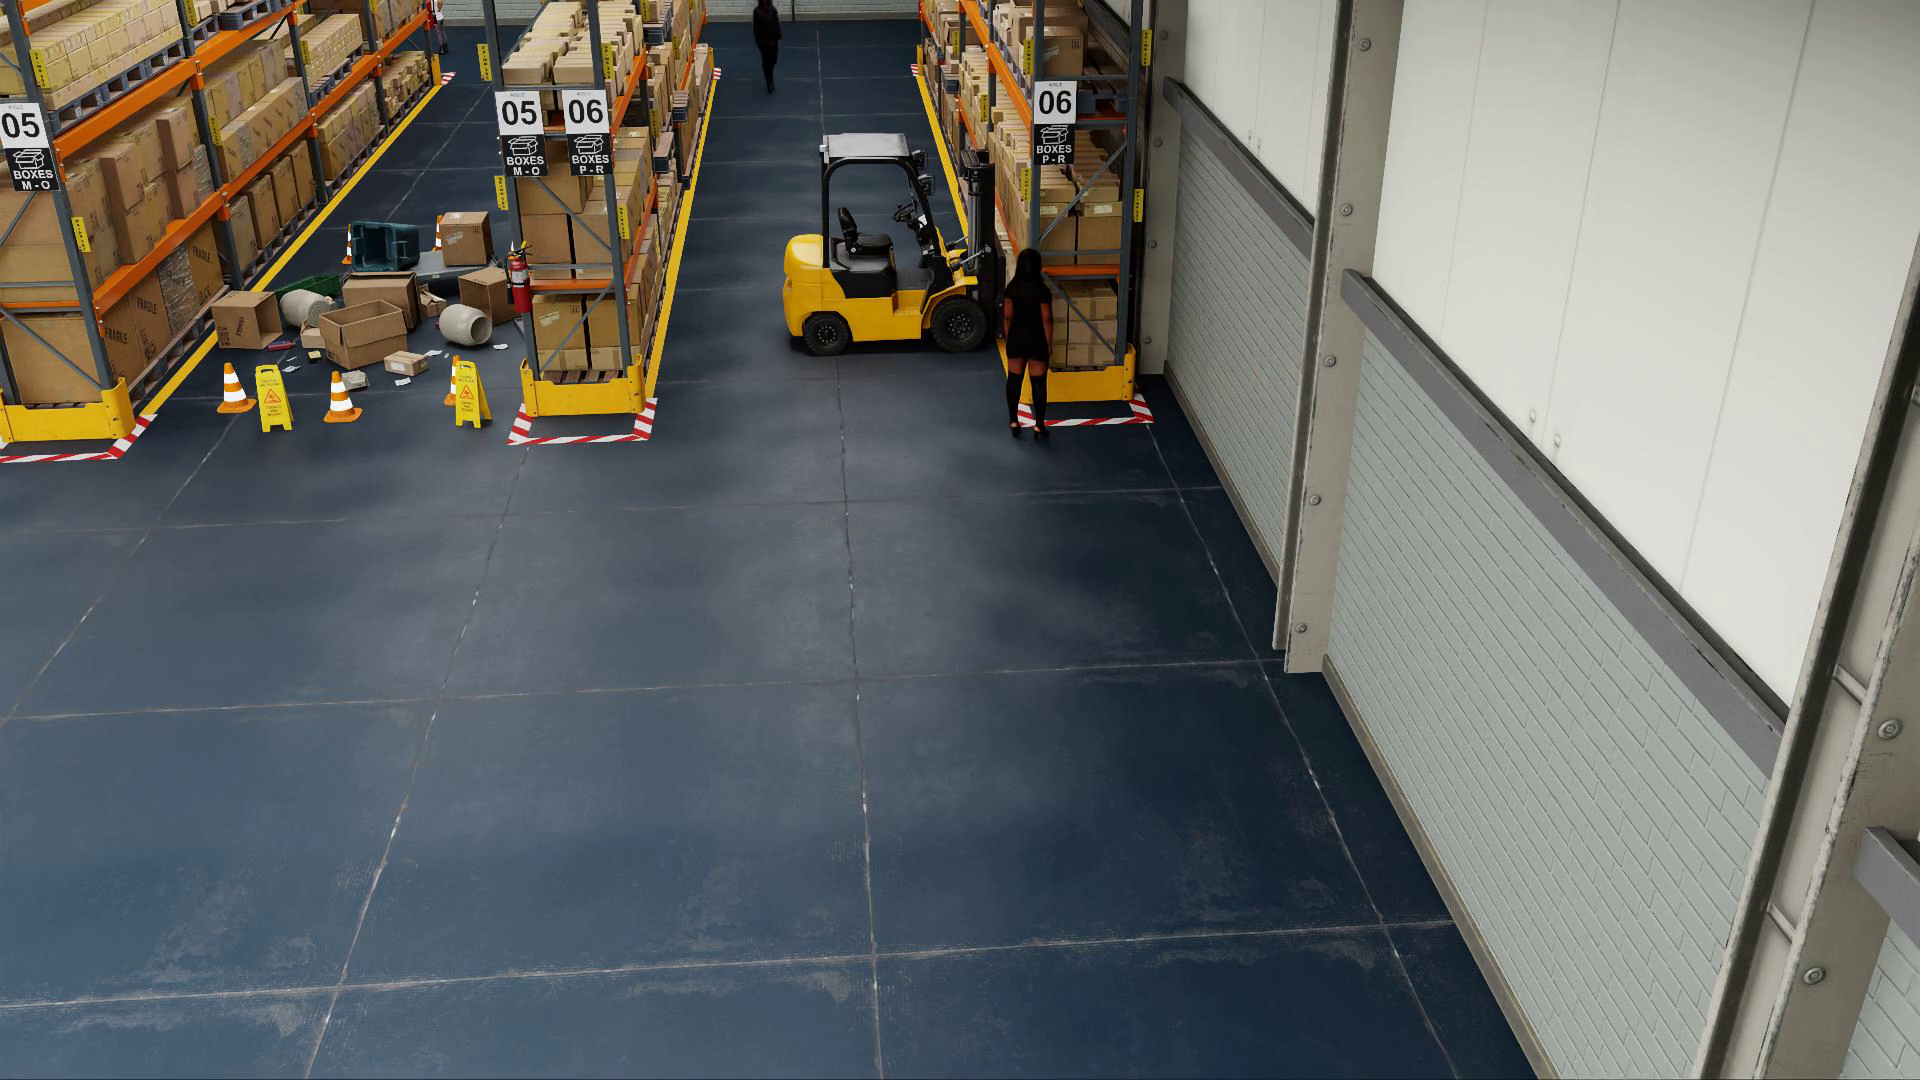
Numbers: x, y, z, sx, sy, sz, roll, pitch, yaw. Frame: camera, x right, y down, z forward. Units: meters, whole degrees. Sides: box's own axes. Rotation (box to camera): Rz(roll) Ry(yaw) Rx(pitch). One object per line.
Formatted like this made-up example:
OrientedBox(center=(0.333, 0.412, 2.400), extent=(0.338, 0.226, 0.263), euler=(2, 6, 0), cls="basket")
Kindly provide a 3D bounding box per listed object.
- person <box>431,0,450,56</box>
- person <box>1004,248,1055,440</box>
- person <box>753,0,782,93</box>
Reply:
OrientedBox(center=(-10.216, -10.184, 32.570), extent=(0.602, 1.279, 0.498), euler=(5, 28, 9), cls="person")
OrientedBox(center=(0.643, -1.855, 15.766), extent=(0.747, 1.854, 0.770), euler=(12, 30, 22), cls="person")
OrientedBox(center=(-3.426, -8.912, 29.578), extent=(0.827, 1.755, 1.180), euler=(-10, 29, -19), cls="person")
